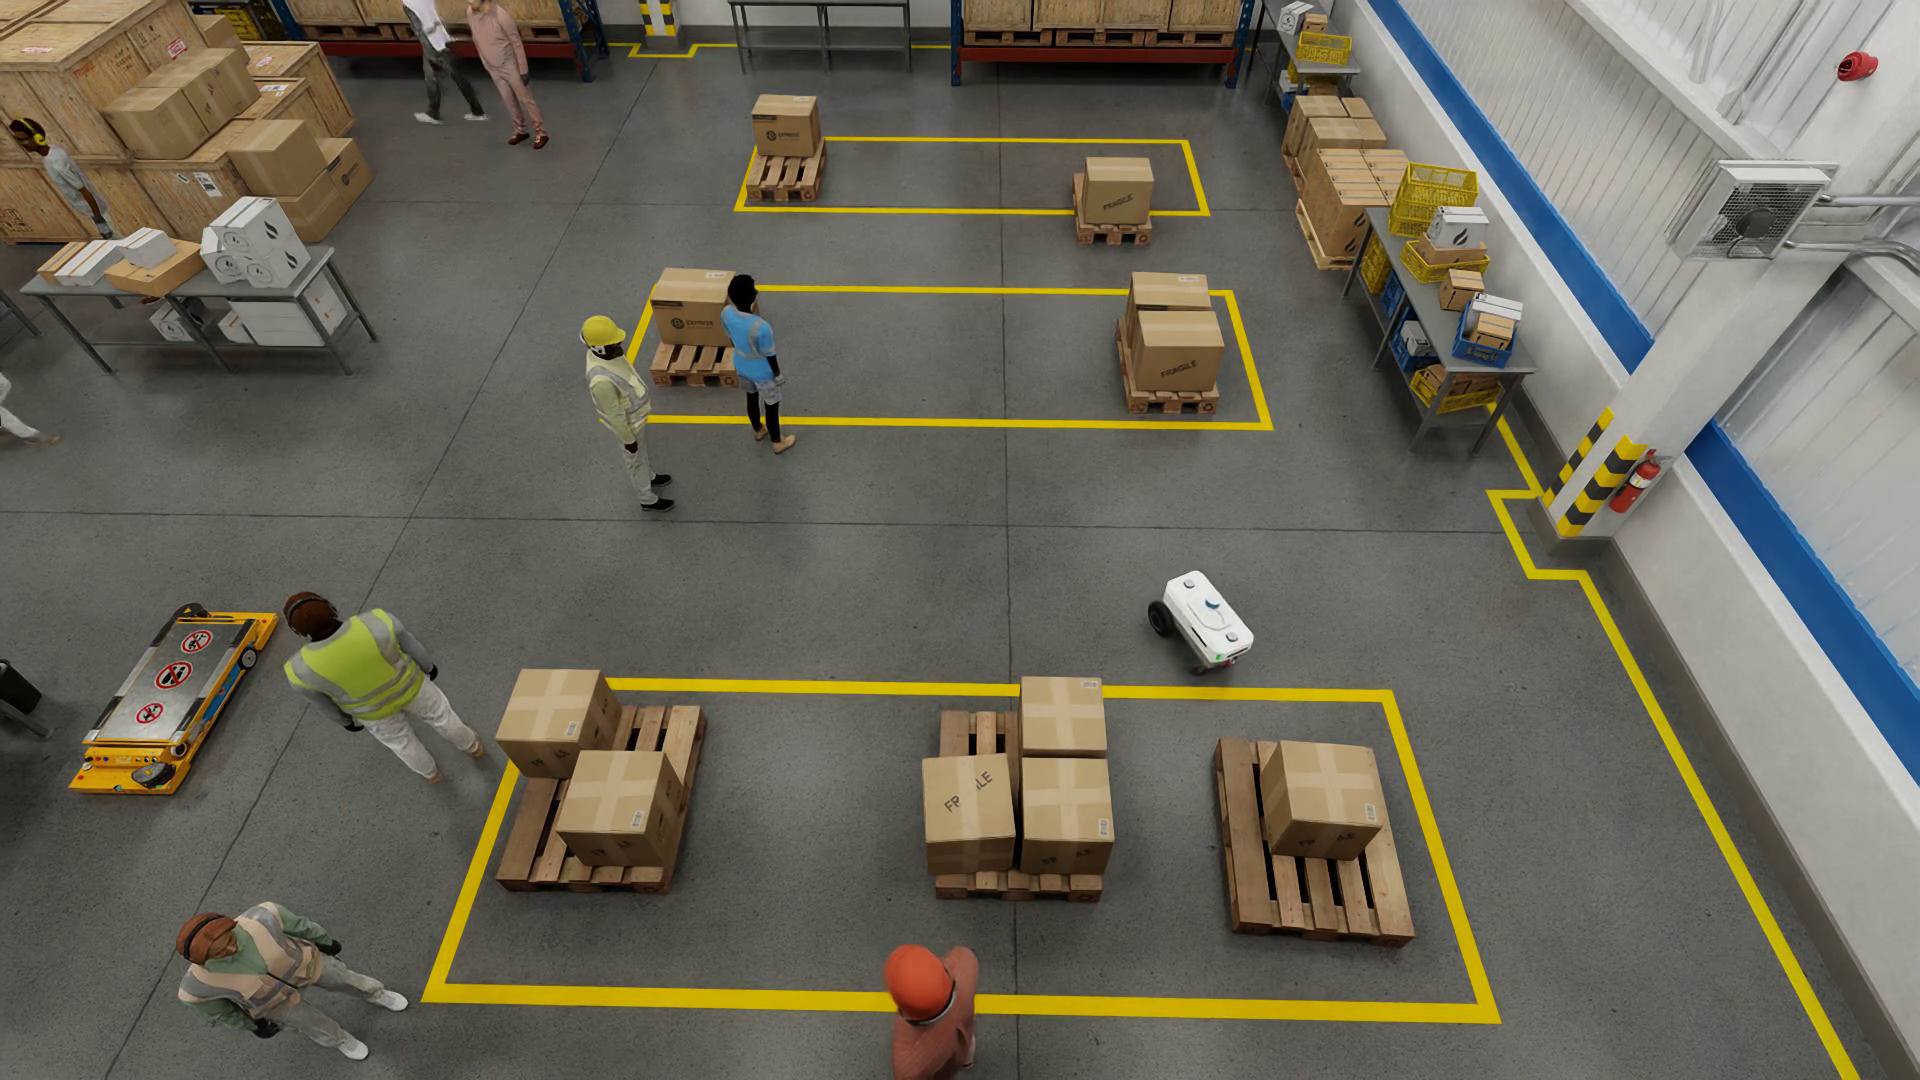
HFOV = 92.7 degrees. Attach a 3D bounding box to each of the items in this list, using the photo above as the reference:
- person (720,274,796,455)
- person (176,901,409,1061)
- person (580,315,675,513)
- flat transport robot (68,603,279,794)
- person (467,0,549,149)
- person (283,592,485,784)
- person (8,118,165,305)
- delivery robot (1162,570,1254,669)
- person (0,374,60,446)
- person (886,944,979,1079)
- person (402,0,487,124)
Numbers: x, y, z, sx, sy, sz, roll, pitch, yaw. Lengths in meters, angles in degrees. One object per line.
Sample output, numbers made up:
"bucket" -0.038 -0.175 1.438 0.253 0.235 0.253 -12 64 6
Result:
"person" -1.696 -1.445 7.649 0.535 1.694 0.319 31 56 24
"person" -3.356 2.212 4.592 0.313 1.634 0.514 19 52 15
"person" -2.591 -0.979 7.161 0.403 1.830 0.599 -11 51 -9
"flat transport robot" -5.504 1.072 6.442 0.652 0.197 1.431 1 50 1
"person" -5.555 -5.752 11.154 0.644 1.905 0.400 17 52 14
"person" -3.492 0.917 5.560 0.628 1.838 0.429 -36 58 -26
"person" -8.549 -3.214 9.027 0.315 1.872 0.533 -37 59 -27
"delivery robot" 1.787 0.568 6.624 0.477 0.478 0.707 -20 53 -16
"person" -8.418 -1.460 7.551 0.579 1.863 0.641 -6 50 -5
"person" -0.132 2.318 4.269 0.393 1.990 0.616 21 53 17
"person" -6.757 -6.237 11.582 0.903 1.880 0.604 2 50 2
